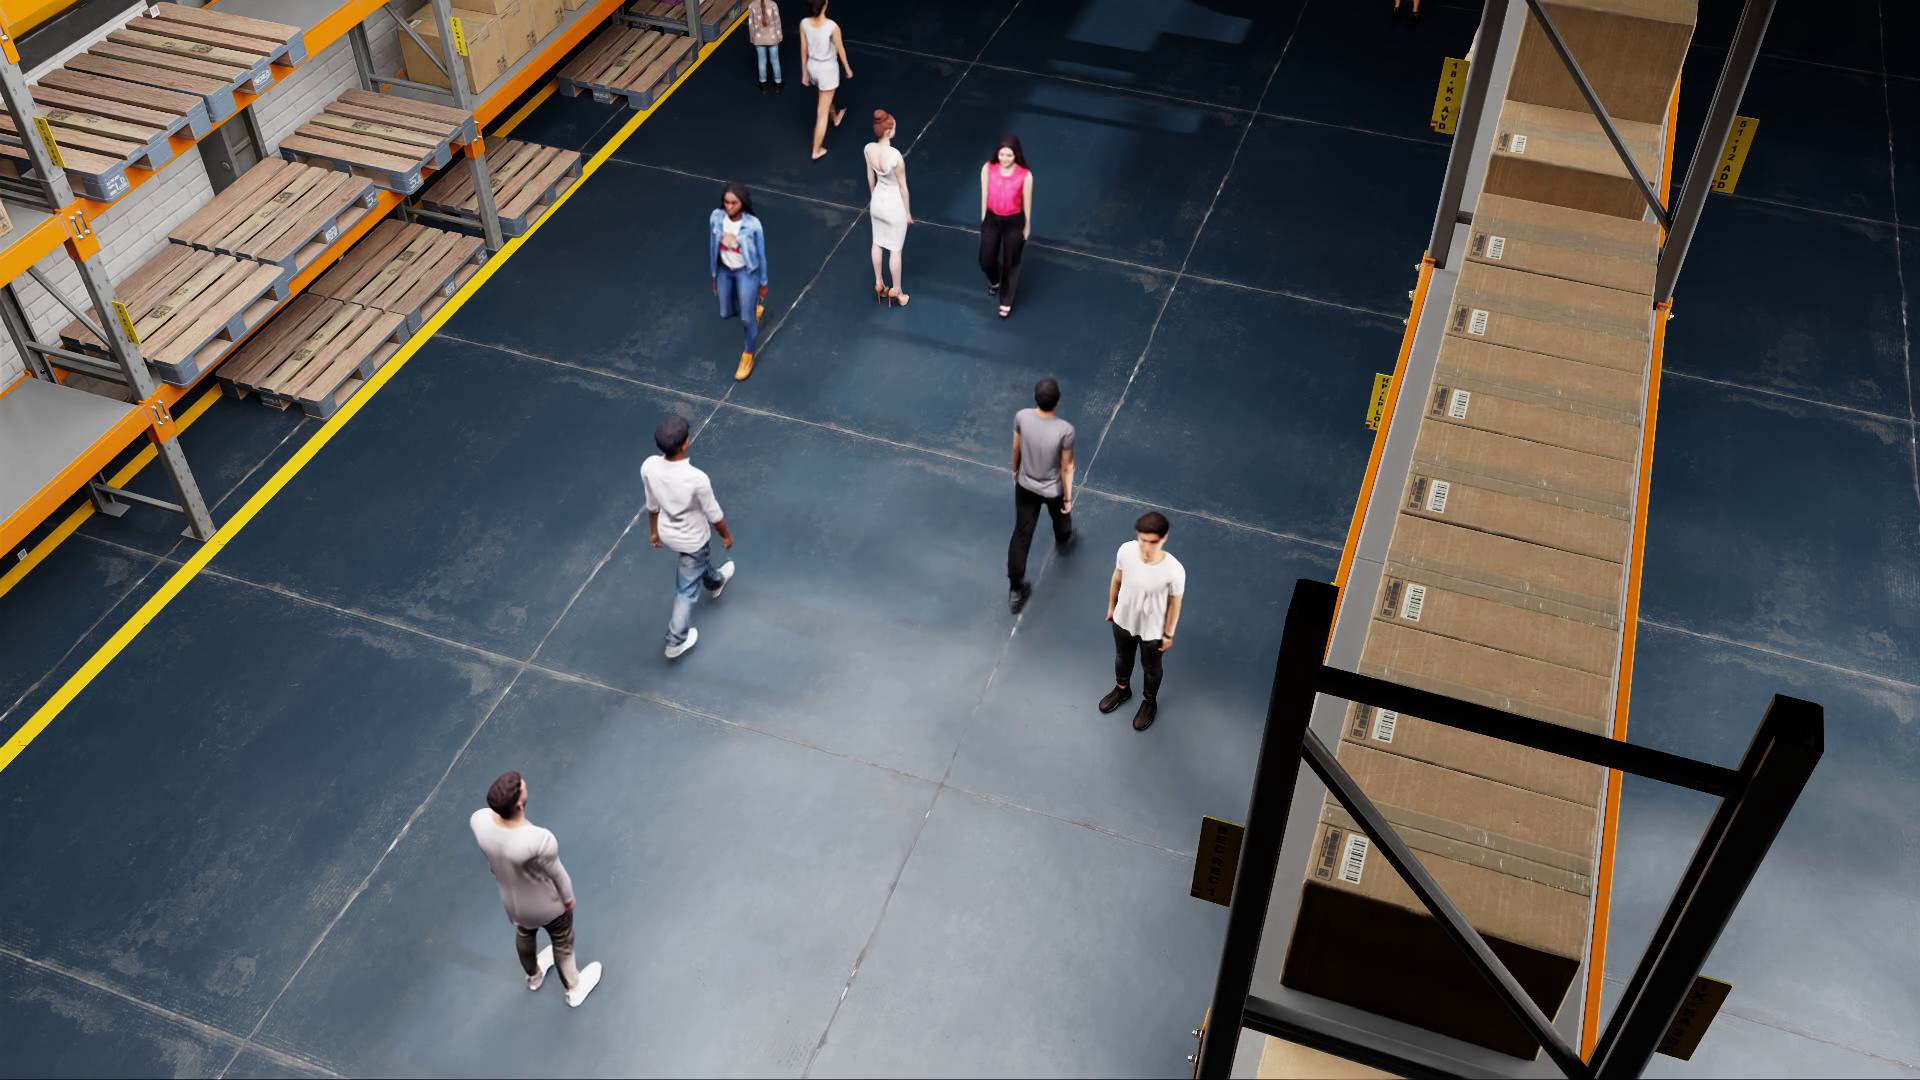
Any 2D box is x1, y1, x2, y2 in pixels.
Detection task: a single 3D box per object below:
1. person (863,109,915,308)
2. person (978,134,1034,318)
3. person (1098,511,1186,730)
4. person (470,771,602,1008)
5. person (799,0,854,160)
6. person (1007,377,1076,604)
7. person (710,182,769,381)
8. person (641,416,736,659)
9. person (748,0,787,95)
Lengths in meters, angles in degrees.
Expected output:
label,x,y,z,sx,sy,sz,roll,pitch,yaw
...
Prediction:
label,x,y,z,sx,sy,sz,roll,pitch,yaw
person,-0.605,-2.719,13.701,0.630,1.800,0.589,29,51,27
person,0.387,-2.624,13.710,0.625,1.649,0.700,9,44,9
person,1.147,0.482,10.397,0.685,1.722,0.632,27,50,26
person,-2.281,1.859,8.867,0.663,1.838,0.550,16,46,16
person,-1.312,-4.317,15.551,0.662,1.560,1.080,20,47,20
person,0.523,-0.319,11.243,0.657,1.714,1.157,16,46,17
person,-1.711,-2.107,13.131,0.642,1.699,0.870,12,45,12
person,-1.838,0.008,10.861,0.760,1.769,1.189,19,47,19
person,-1.932,-5.014,16.548,0.543,1.194,0.557,0,44,0
